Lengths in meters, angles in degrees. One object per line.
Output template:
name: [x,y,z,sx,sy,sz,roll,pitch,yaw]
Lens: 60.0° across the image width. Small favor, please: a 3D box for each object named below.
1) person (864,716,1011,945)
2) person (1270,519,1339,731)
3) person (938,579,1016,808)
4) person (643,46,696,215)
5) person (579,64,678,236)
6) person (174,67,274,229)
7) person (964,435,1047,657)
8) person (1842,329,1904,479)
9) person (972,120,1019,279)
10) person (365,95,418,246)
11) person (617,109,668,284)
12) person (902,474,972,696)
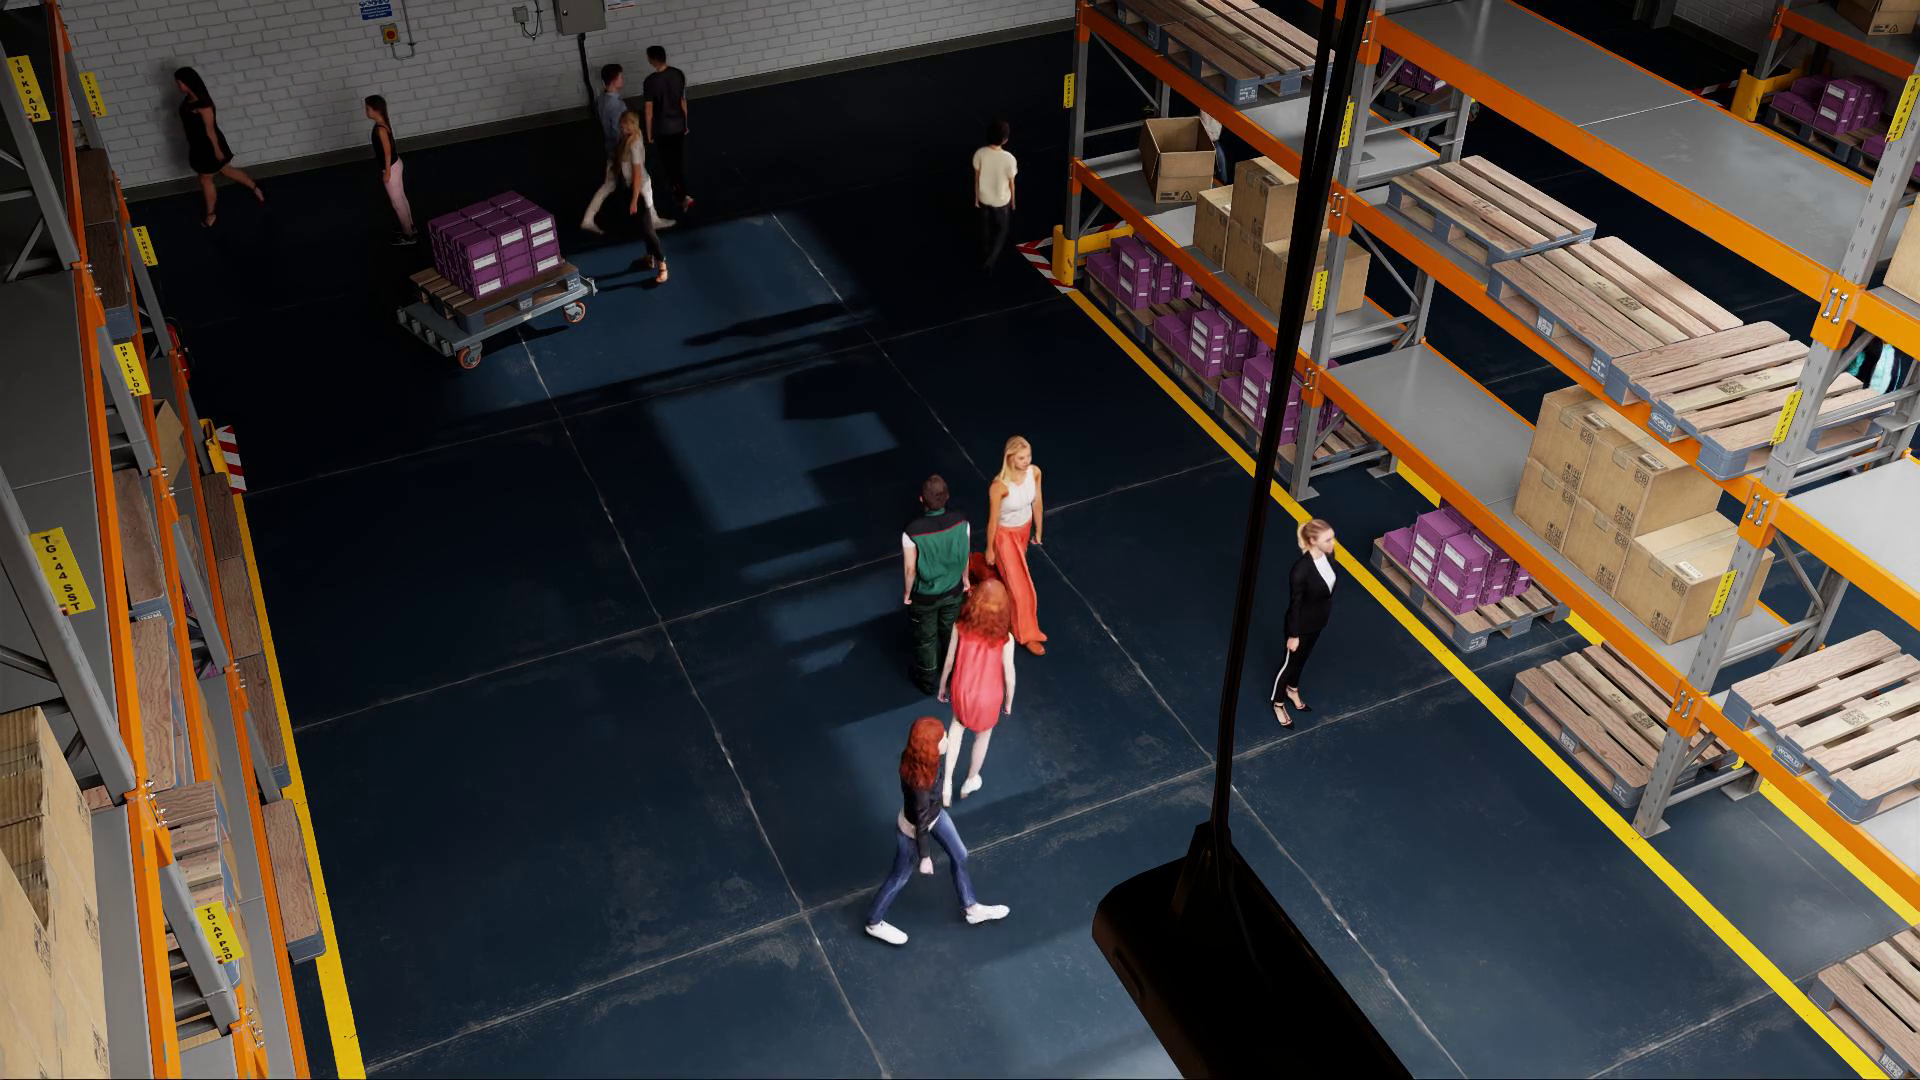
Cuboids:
person: [-0.312,1.705,9.753,1.083,1.740,1.134,7,39,9]
person: [2.320,0.552,11.224,0.684,1.707,0.688,29,47,31]
person: [0.079,1.062,10.509,0.910,1.803,0.969,10,40,12]
person: [-2.970,-4.214,17.173,0.751,1.731,1.162,-23,44,-26]
person: [-3.503,-3.862,16.664,0.714,1.814,1.139,-18,42,-21]
person: [-7.586,-4.031,16.980,0.700,1.685,0.918,-17,42,-20]
person: [0.301,-0.046,11.926,0.871,1.765,1.257,-28,46,-31]
person: [7.391,-1.249,13.673,0.635,1.464,1.006,-11,40,-14]
person: [0.327,-3.261,16.108,0.885,1.570,0.936,11,40,14]
person: [-5.716,-3.729,16.699,0.645,1.565,0.522,-6,39,-7]
person: [-3.096,-3.419,16.129,0.863,1.792,0.571,0,39,0]
person: [-0.173,0.305,11.425,0.644,1.842,0.569,-15,41,-18]
